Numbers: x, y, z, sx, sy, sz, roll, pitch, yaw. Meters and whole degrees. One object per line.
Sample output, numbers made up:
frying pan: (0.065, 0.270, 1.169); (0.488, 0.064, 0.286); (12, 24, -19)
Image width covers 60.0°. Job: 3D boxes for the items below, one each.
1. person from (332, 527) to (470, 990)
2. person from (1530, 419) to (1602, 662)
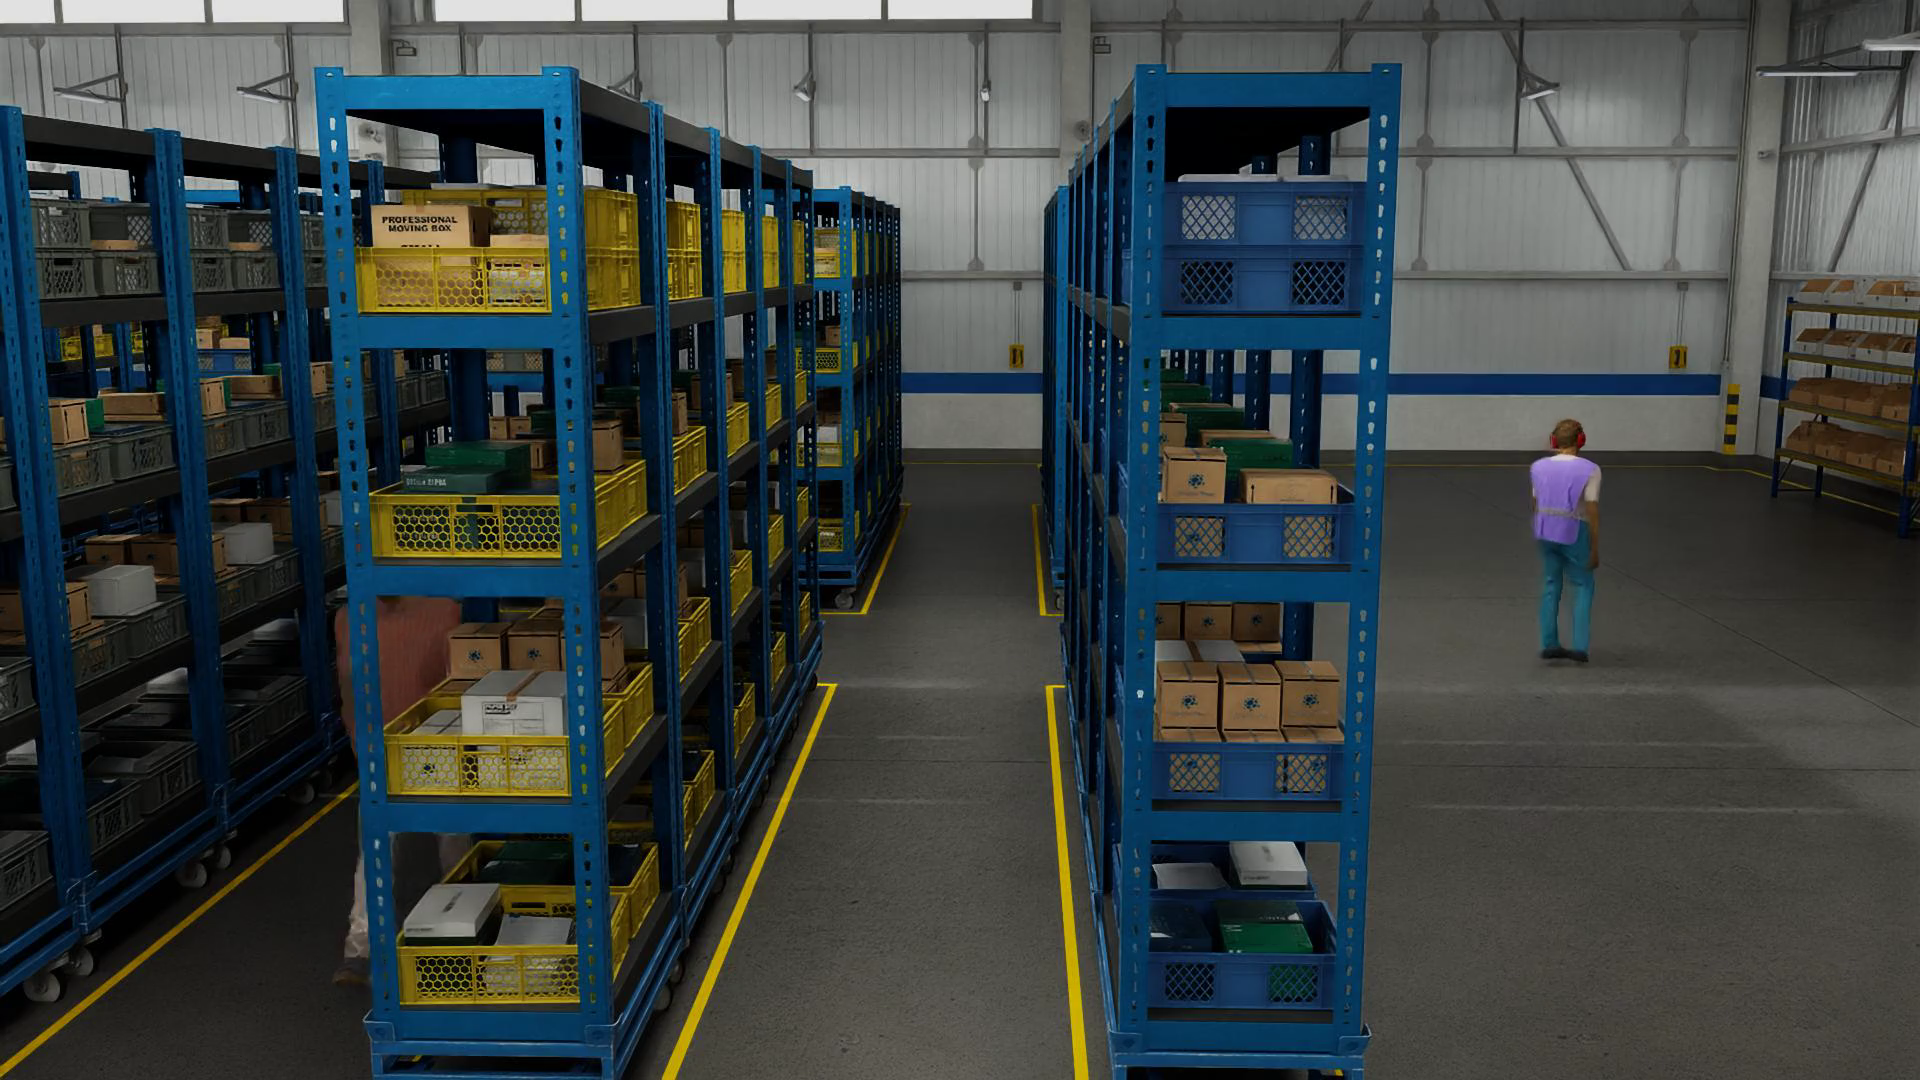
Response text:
person: (-2.333, 0.882, 7.006); (0.633, 1.938, 1.026); (0, 10, 0)
person: (4.507, 0.021, 12.379); (0.447, 1.823, 0.595); (-8, 13, -39)
